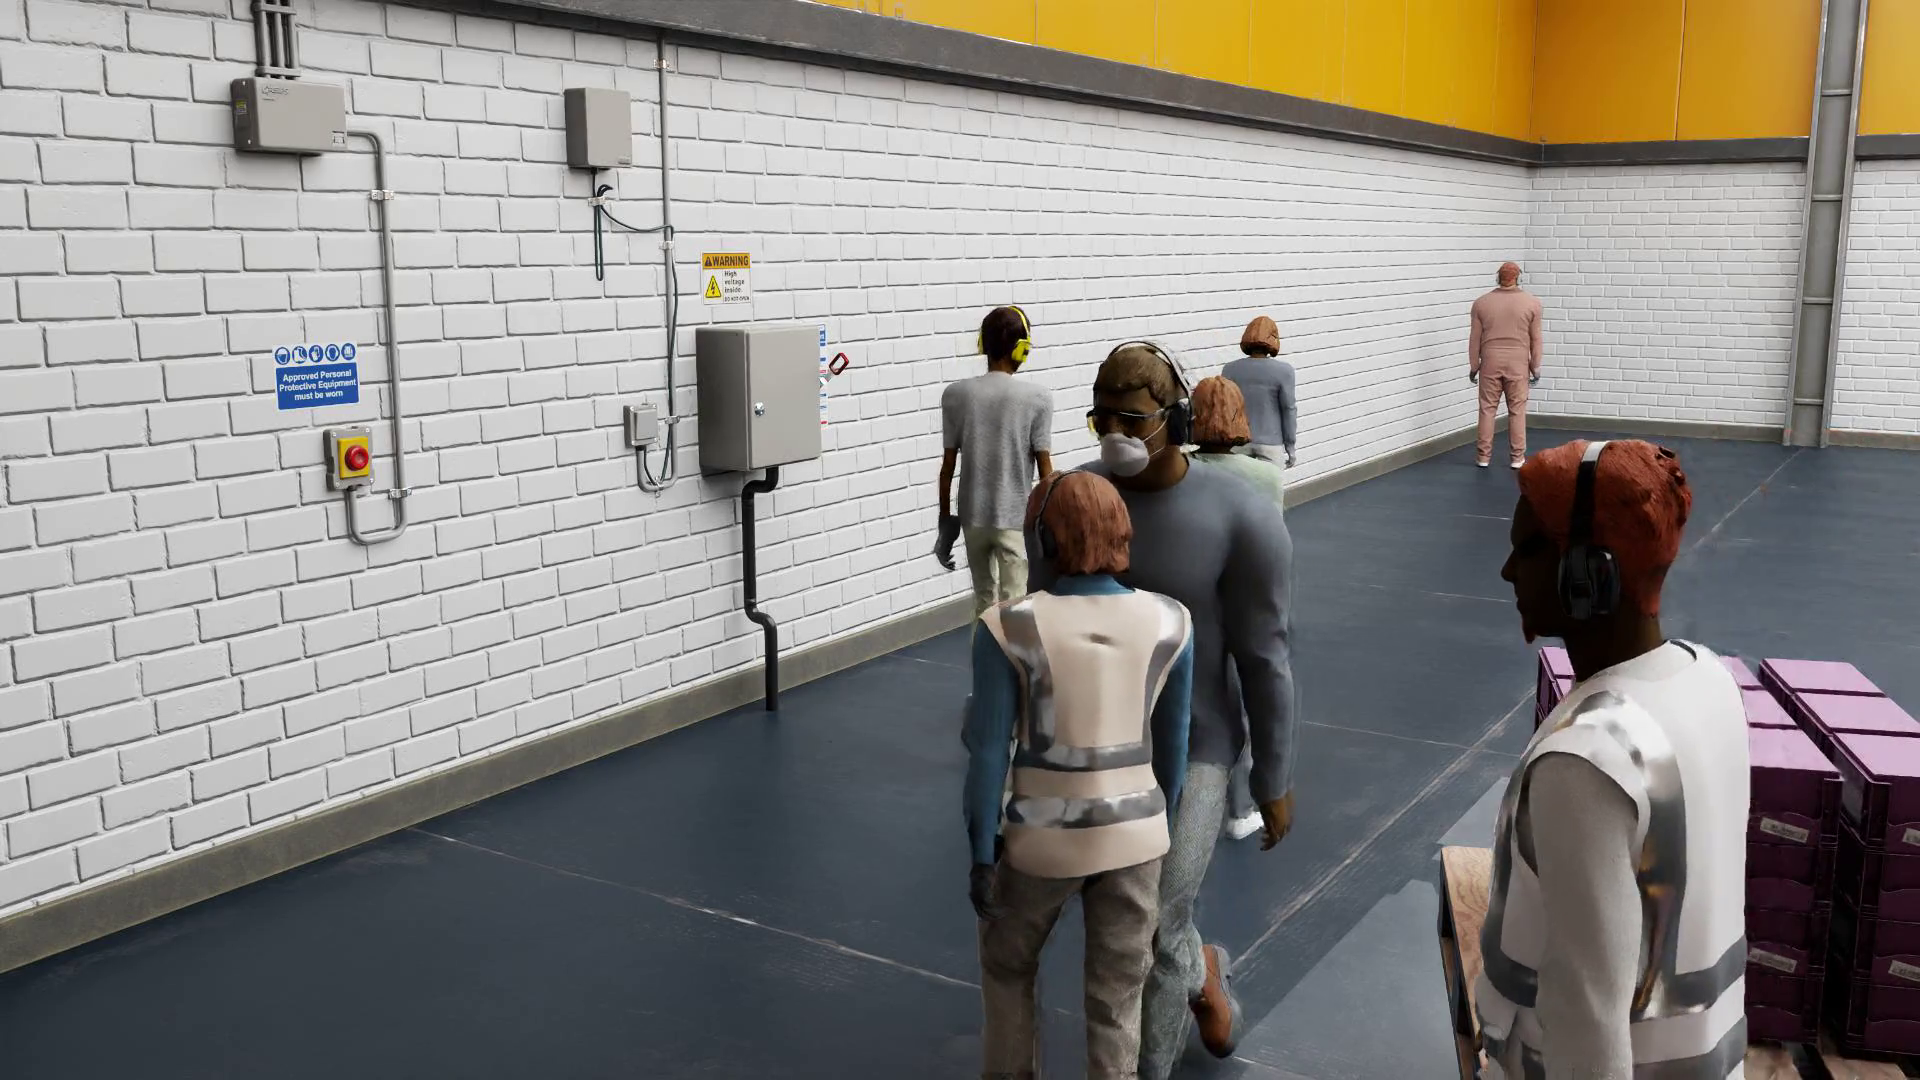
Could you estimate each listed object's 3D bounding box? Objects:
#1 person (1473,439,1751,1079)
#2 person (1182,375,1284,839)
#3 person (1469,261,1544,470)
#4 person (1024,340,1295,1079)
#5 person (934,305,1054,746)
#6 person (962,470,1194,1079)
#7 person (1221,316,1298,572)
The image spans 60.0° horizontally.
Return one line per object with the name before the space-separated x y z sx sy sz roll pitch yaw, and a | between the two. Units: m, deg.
person | 0.816 0.763 2.387 0.945 1.834 0.589 9 14 42
person | 0.886 0.241 5.852 0.502 1.636 0.280 3 11 18
person | 5.021 -1.600 15.313 0.651 1.904 0.403 4 11 23
person | 0.471 0.475 3.875 0.665 1.906 0.883 7 12 33
person | 0.124 -0.049 6.929 0.530 1.839 0.771 4 11 19
person | 0.244 0.653 3.602 0.532 1.617 0.567 -2 11 -14
person | 1.870 -0.584 10.432 0.499 1.633 0.282 6 12 29
